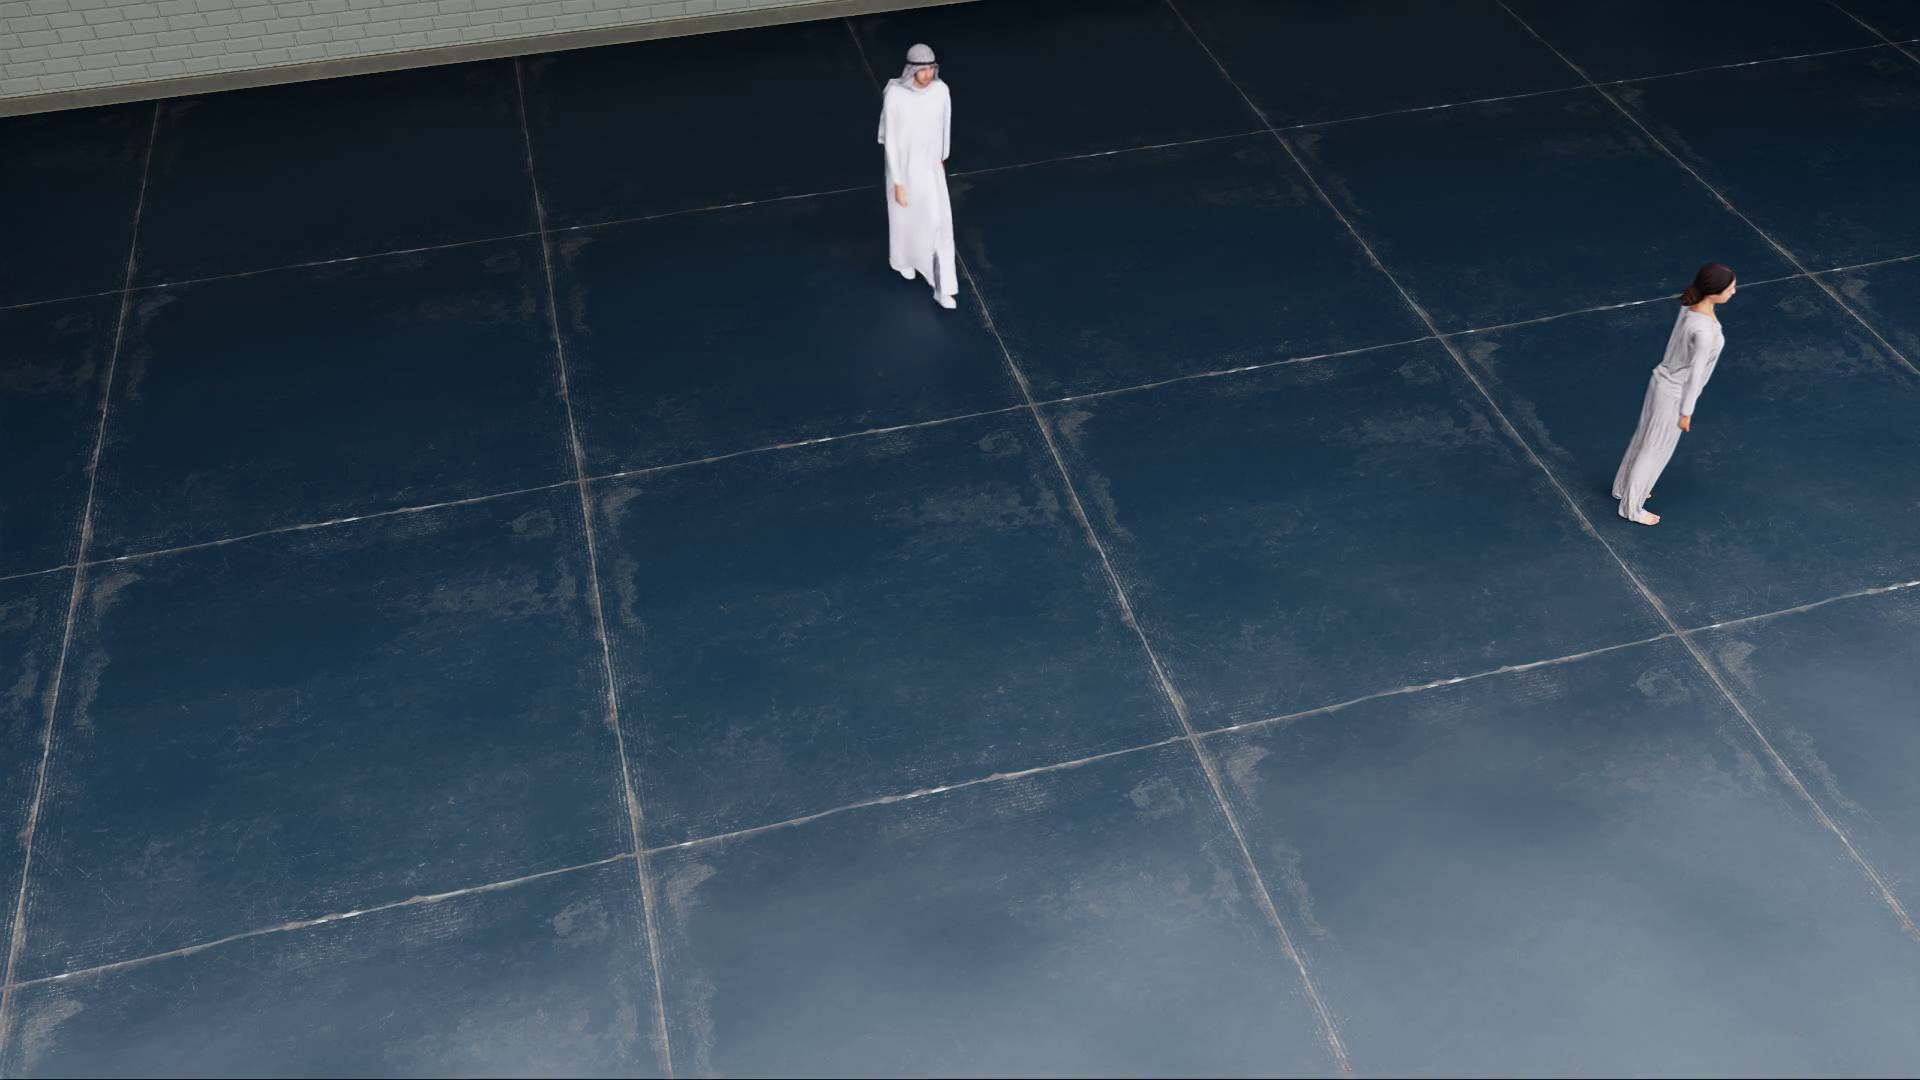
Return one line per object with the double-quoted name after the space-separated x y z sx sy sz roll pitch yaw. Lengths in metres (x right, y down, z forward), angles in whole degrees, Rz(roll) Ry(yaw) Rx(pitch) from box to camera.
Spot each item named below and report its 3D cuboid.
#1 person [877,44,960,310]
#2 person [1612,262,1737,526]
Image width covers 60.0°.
-0.355 -2.625 11.619 0.706 1.882 1.135 -12 44 -12 "person"
4.209 -0.873 9.822 0.726 1.773 0.592 5 43 5 "person"
